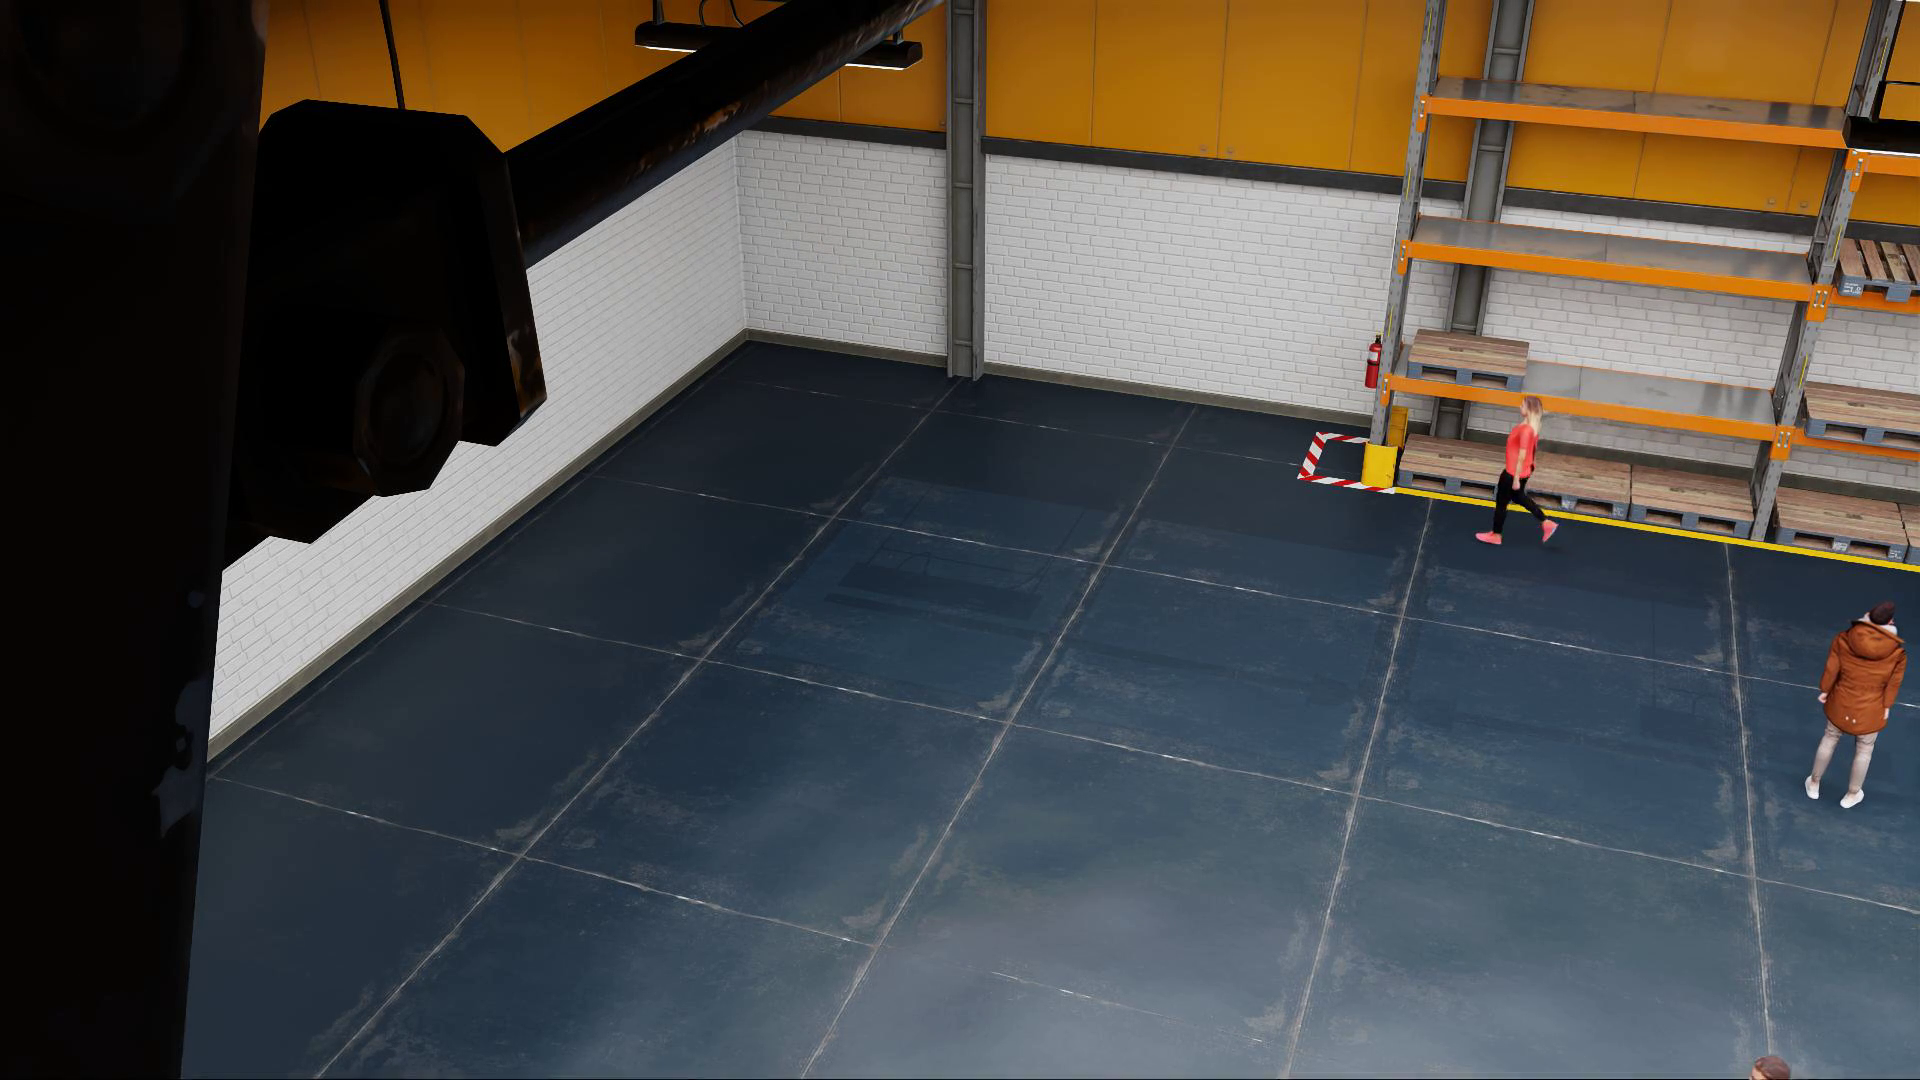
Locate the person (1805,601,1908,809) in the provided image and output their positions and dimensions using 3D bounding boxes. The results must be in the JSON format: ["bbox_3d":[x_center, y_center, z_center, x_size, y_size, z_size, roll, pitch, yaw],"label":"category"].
[{"bbox_3d":[7.090,1.290,13.144,0.734,1.838,0.852,20,34,32],"label":"person"}]

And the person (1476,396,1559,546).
[{"bbox_3d":[5.768,-0.671,16.908,1.041,1.676,0.723,15,32,26],"label":"person"}]
